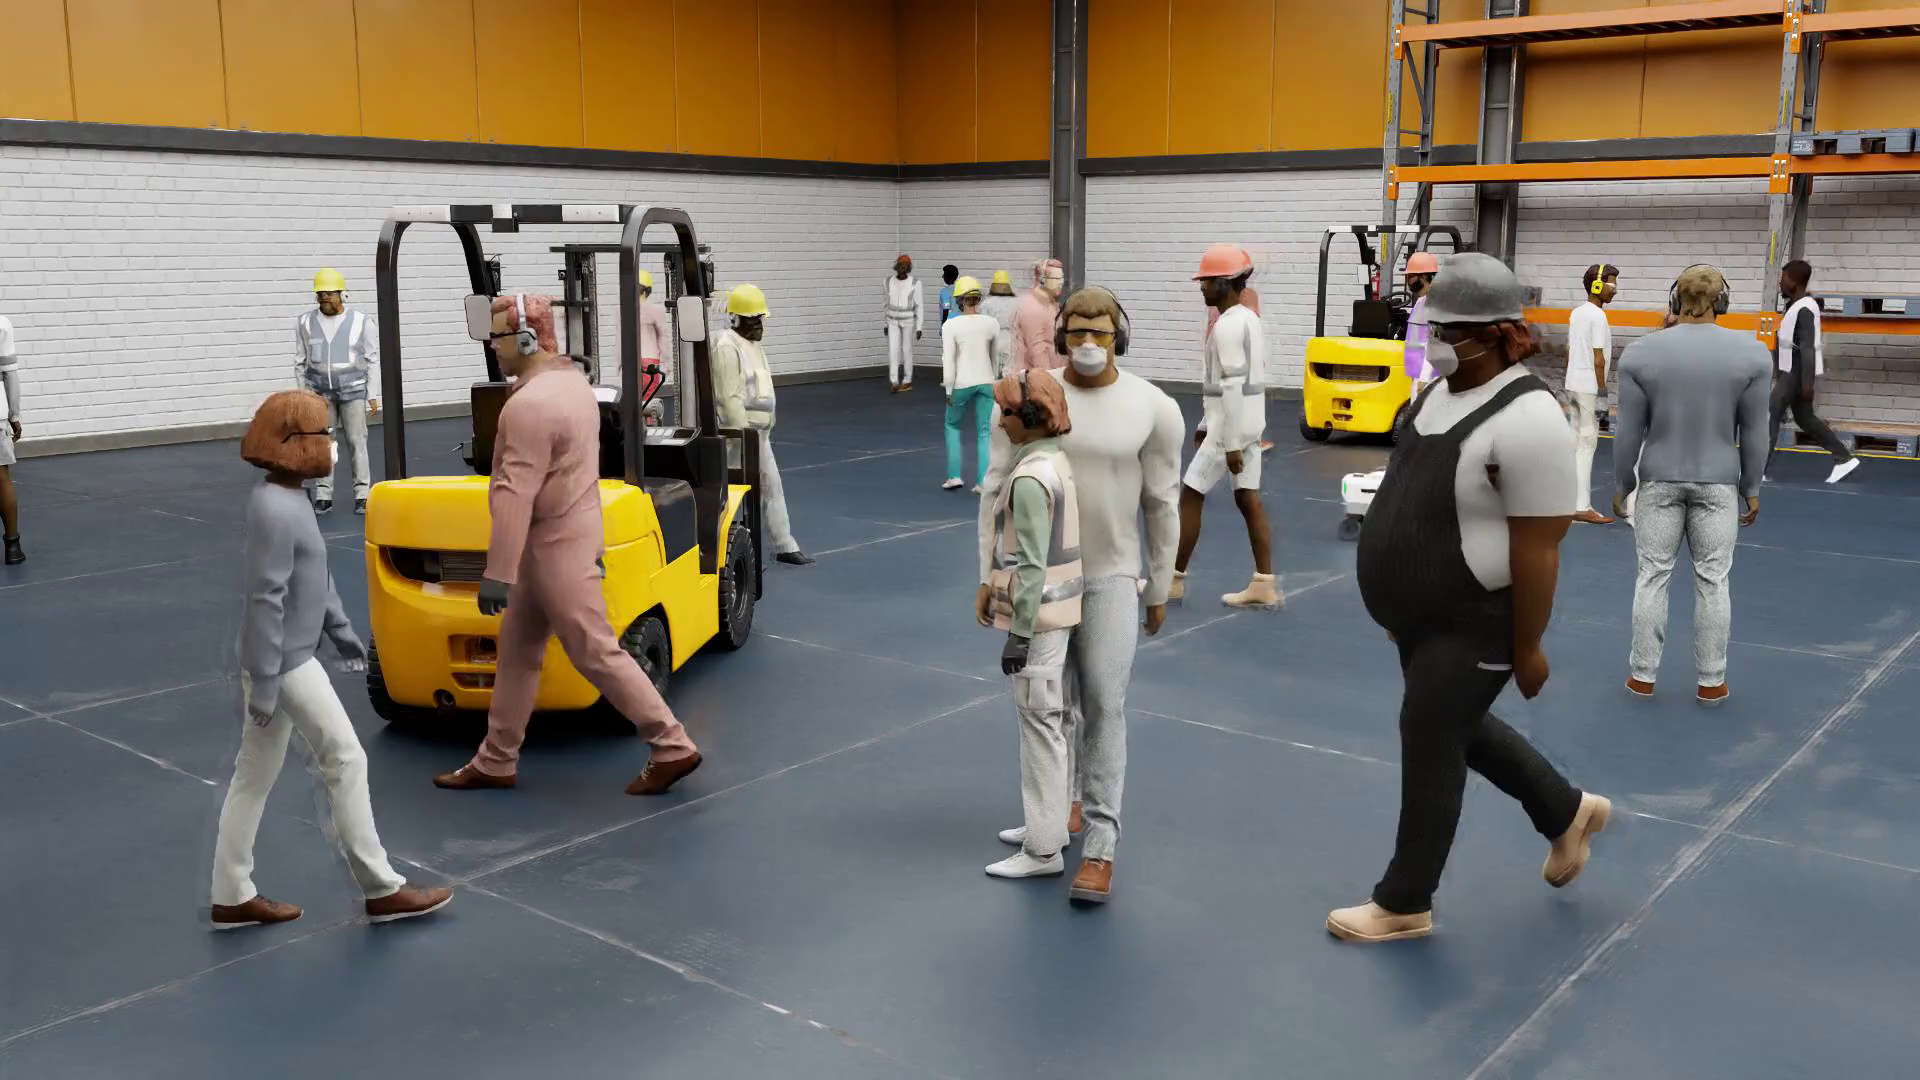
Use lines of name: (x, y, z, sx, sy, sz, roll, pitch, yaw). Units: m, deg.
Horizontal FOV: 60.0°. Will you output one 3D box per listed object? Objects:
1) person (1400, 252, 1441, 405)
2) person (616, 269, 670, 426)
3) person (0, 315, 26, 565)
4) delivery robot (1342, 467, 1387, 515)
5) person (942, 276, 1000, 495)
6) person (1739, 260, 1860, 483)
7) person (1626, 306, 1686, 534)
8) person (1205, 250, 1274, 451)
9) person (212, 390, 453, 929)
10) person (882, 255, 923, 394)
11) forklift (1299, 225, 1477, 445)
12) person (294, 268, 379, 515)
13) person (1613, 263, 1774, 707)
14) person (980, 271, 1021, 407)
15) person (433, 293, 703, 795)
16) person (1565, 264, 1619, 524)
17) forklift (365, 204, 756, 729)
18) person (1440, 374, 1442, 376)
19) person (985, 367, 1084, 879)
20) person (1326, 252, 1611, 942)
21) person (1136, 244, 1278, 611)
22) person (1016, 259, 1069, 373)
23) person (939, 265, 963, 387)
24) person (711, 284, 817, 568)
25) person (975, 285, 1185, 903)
person: (3.747, -1.371, 13.583, 0.373, 1.934, 0.551, 2, 10, 10)
person: (-3.133, -1.784, 16.426, 0.536, 1.772, 0.444, 2, 10, 13)
person: (-6.139, -0.784, 10.332, 0.545, 1.938, 0.361, -8, 13, -36)
delivery robot: (2.957, -0.315, 11.278, 0.707, 0.478, 0.477, 3, 10, 21)
person: (0.074, -1.238, 13.392, 0.535, 1.743, 0.620, -4, 11, -20)
person: (7.070, -1.406, 13.945, 0.960, 1.878, 0.590, 4, 11, 22)
person: (4.905, -0.822, 11.474, 0.523, 1.595, 0.772, -2, 10, -11)
person: (2.703, -1.853, 16.254, 0.634, 1.943, 1.012, -8, 13, -39)
person: (-1.889, 0.361, 4.910, 0.768, 1.601, 0.513, -4, 11, -23)
person: (-0.772, -2.861, 22.127, 0.596, 1.826, 0.957, 3, 11, 15)
forklift: (4.449, -2.115, 16.993, 1.214, 2.155, 2.313, 8, 13, 38)
person: (-4.618, -1.095, 12.341, 0.592, 1.833, 0.404, -1, 10, -7)
person: (3.182, -0.232, 7.287, 0.627, 1.934, 0.371, 4, 11, 23)
person: (0.464, -2.139, 18.507, 0.505, 1.689, 0.918, -2, 10, -9)
person: (-1.433, 0.038, 6.022, 0.990, 1.862, 0.657, -1, 10, -4)
person: (4.553, -1.053, 12.031, 0.331, 1.865, 0.519, 0, 10, -3)
forklift: (-1.766, -0.406, 7.525, 1.214, 2.155, 2.313, 1, 10, 7)
person: (4.168, -1.357, 13.857, 0.829, 1.816, 0.630, 6, 12, 29)
person: (0.244, 0.267, 5.336, 0.309, 1.640, 0.511, 2, 10, 11)
person: (1.553, 0.155, 4.840, 0.903, 2.000, 0.683, -1, 10, -5)
person: (1.361, -0.612, 9.181, 0.939, 2.002, 0.614, 5, 11, 26)
person: (0.755, -1.205, 12.823, 0.745, 1.889, 0.665, 4, 11, 19)
person: (-0.116, -2.964, 23.076, 0.318, 1.695, 0.539, 6, 12, 30)
person: (-1.372, -0.681, 10.250, 0.877, 1.787, 0.587, 3, 11, 14)
person: (0.382, 0.136, 5.367, 0.638, 1.900, 0.882, 3, 11, 15)
